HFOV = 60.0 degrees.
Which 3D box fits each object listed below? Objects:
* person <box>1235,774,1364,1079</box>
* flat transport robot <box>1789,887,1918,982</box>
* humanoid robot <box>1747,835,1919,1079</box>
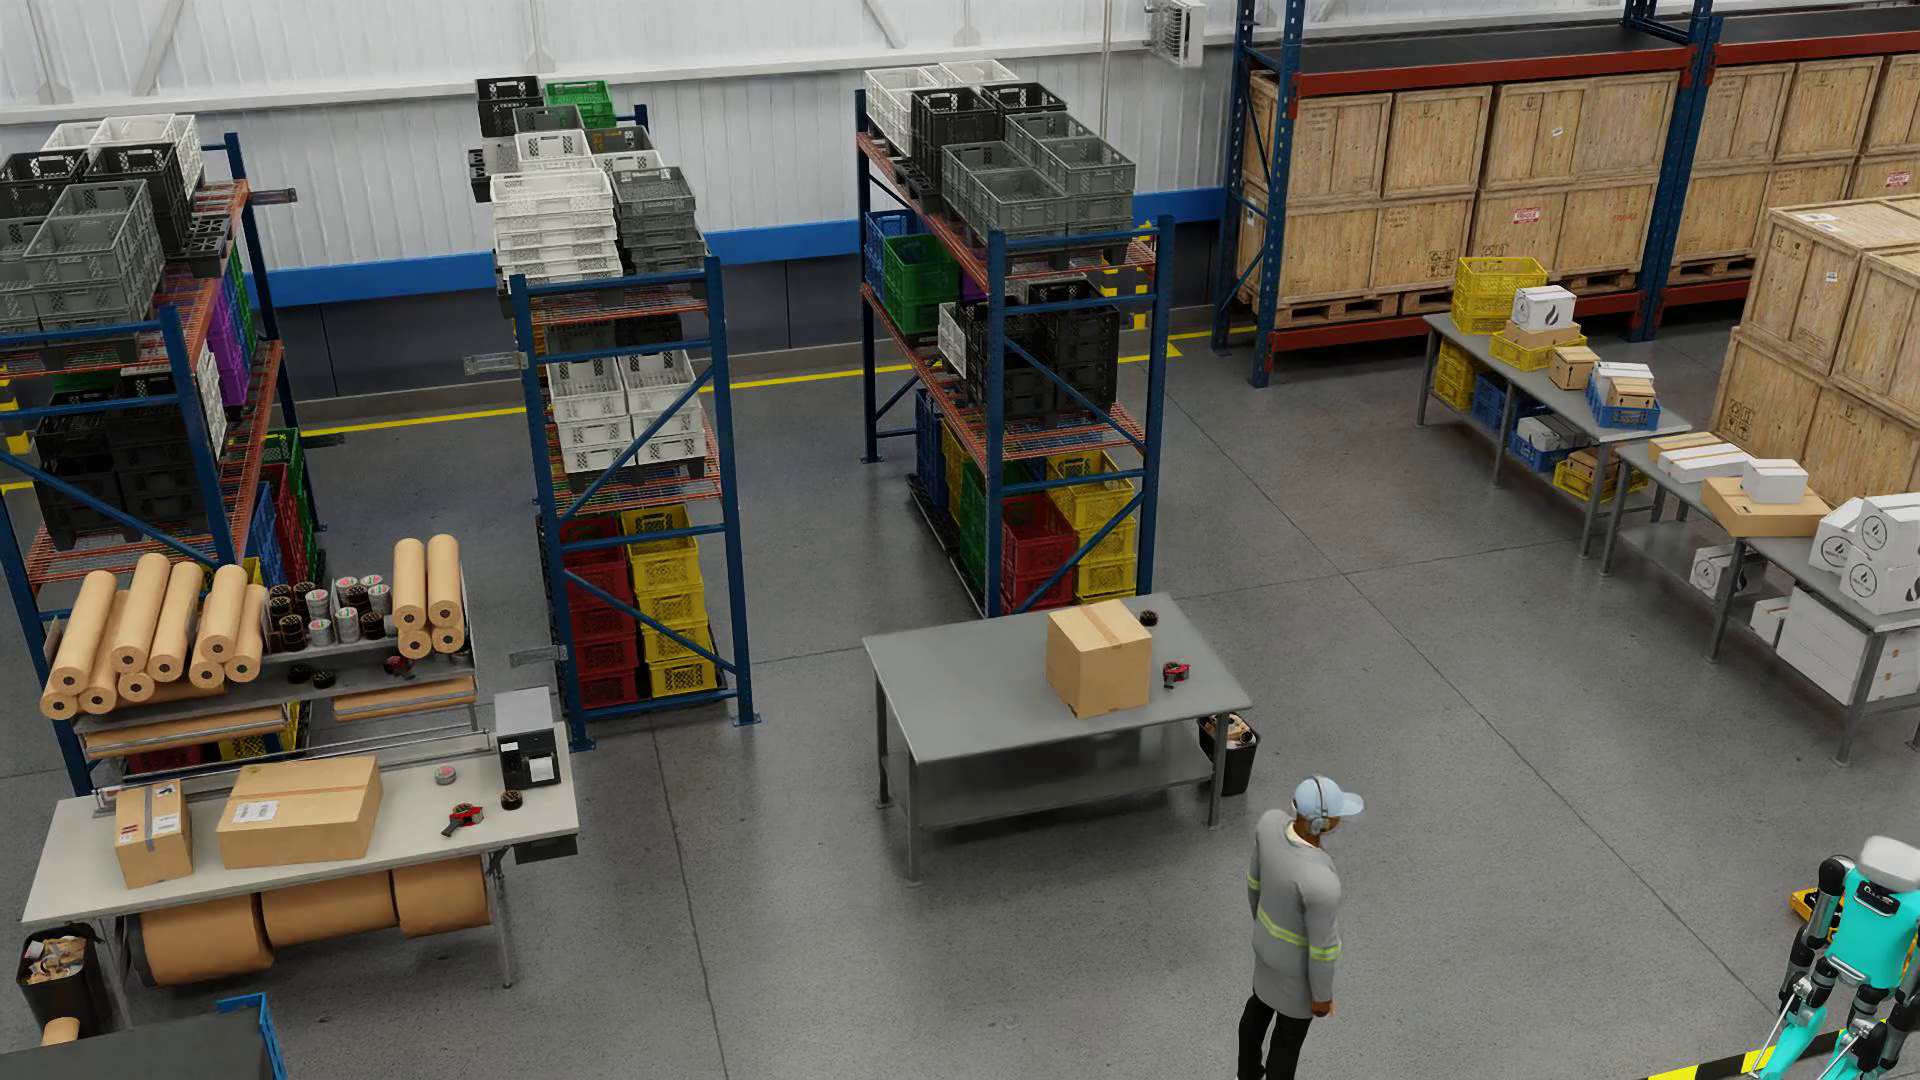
[{"bbox_3d":[1.477,1.787,7.266,0.397,1.850,0.596,-10,30,-17],"label":"person"},{"bbox_3d":[5.163,1.916,8.676,1.431,0.231,0.659,-8,30,-14],"label":"flat transport robot"},{"bbox_3d":[3.503,2.019,6.821,0.735,1.680,0.533,-17,33,-28],"label":"humanoid robot"}]
